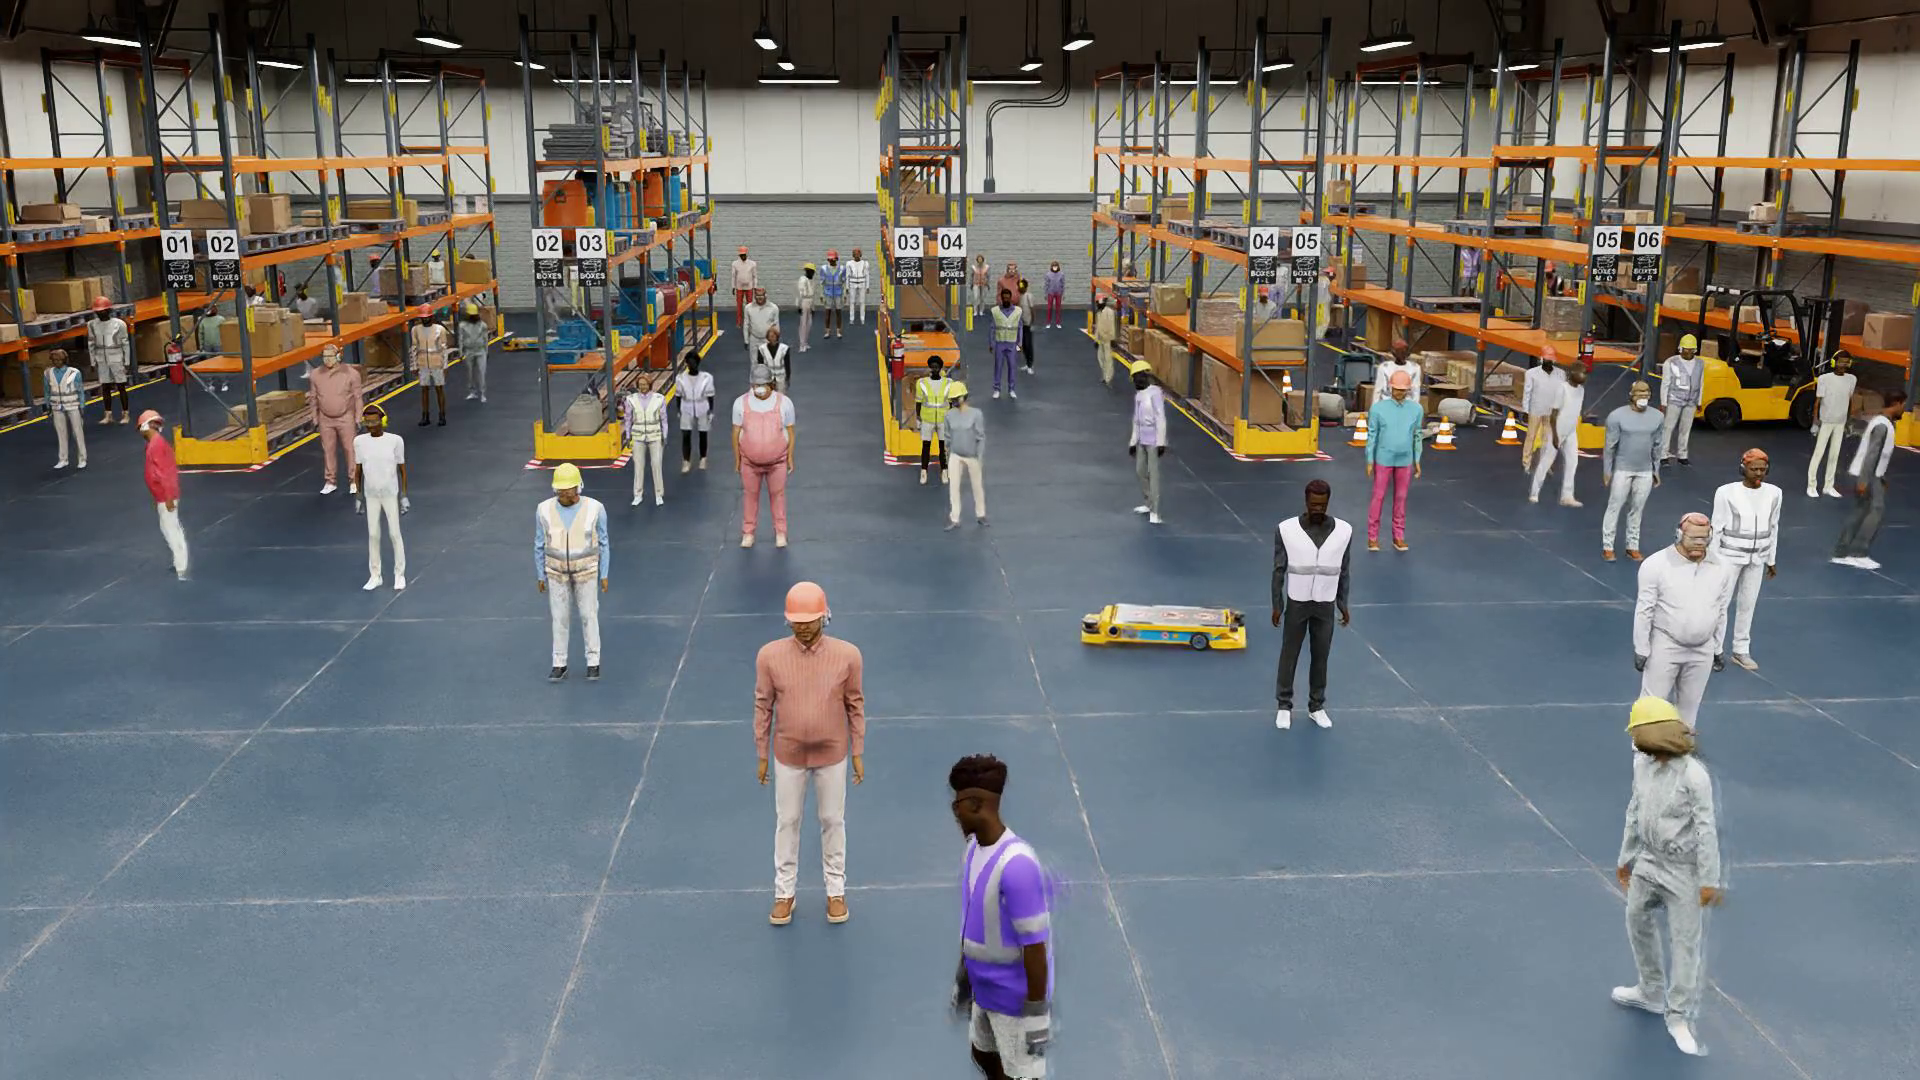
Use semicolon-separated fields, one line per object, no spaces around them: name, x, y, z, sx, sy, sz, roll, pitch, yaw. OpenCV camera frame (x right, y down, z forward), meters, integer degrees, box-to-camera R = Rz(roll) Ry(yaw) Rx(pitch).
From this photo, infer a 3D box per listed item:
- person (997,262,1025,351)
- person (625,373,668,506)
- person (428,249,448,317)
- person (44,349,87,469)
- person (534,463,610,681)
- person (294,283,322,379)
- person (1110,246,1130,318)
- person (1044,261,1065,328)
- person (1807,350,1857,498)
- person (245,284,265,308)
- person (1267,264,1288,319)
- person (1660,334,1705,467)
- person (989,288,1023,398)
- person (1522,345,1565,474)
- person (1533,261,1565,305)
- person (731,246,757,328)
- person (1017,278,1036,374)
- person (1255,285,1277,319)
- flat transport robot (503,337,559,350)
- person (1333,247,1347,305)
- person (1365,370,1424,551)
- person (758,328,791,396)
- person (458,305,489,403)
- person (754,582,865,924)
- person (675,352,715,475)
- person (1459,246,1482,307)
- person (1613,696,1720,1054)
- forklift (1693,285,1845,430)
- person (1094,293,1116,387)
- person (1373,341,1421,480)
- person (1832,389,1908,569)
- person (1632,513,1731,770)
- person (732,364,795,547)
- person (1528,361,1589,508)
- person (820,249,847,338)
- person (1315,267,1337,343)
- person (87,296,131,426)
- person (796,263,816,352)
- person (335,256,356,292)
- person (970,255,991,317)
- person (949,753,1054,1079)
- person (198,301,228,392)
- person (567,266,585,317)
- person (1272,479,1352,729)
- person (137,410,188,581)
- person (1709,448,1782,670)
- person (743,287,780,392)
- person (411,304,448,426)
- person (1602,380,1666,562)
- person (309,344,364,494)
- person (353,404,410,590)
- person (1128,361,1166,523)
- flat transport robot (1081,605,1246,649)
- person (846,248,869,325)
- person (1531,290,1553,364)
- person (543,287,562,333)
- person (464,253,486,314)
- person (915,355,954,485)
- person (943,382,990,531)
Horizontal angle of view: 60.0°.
person;1.114;-5.013;35.794;0.651;1.906;0.402;-1;13;-3
person;-3.829;-1.231;20.346;0.523;1.636;0.311;-1;13;-3
person;-13.469;-6.625;42.921;0.533;1.767;0.327;-1;13;-3
person;-12.200;-1.785;22.695;0.523;1.636;0.311;-1;13;-3
person;-3.168;0.265;13.596;0.600;1.827;0.403;-1;13;-3
person;-12.338;-4.003;31.752;0.537;1.819;0.710;4;14;16
person;4.082;-6.524;42.230;0.619;1.887;0.508;10;17;38
person;2.301;-5.953;40.358;0.507;1.632;0.268;-1;13;-3
person;10.919;-1.453;20.803;0.533;1.864;0.311;-1;13;-3
person;-14.224;-4.335;33.493;0.523;1.638;0.311;-1;13;-3
person;7.799;-6.144;40.885;0.533;1.767;0.327;-1;13;-3
person;9.896;-1.904;22.782;0.600;1.830;0.403;-1;13;-3
person;0.805;-3.444;29.121;0.597;1.916;0.372;-1;13;-3
person;7.816;-1.742;22.267;0.573;1.747;0.345;-1;13;-3
person;12.464;-4.917;35.265;0.616;1.991;0.760;4;14;17
person;-5.224;-6.123;40.306;0.622;1.992;0.397;-1;13;-3
person;1.315;-4.164;32.385;0.343;1.831;0.651;-5;14;-21
person;5.796;-4.017;31.902;0.573;1.749;0.343;-1;13;-3
flat transport robot;-9.214;-4.286;36.218;1.431;0.197;0.652;-3;14;-14
person;10.066;-6.826;43.772;0.533;1.767;0.327;-1;13;-3
person;4.701;-0.858;18.007;0.622;1.989;0.399;-1;13;-3
person;-2.866;-2.475;25.703;0.521;1.582;0.797;-1;13;-4
person;-8.409;-3.239;28.768;0.502;1.686;0.763;-4;14;-16
person;-0.839;1.192;9.314;0.622;1.992;0.397;-1;13;-3
person;-3.546;-1.706;22.322;0.541;1.640;0.807;-1;13;-4
person;13.442;-6.979;43.829;0.614;2.041;0.393;-1;13;-3
person;3.465;1.627;8.125;0.346;1.697;0.624;-5;14;-20
forklift;12.503;-2.886;26.166;2.313;2.155;1.214;-1;13;-3
person;2.680;-3.670;30.557;0.331;1.700;0.637;-5;14;-21
person;5.789;-1.721;22.011;0.582;1.828;0.912;-1;13;-4
person;9.503;-0.648;17.375;0.557;1.867;0.627;7;15;26
person;4.955;0.742;11.418;0.651;1.904;0.402;-1;13;-3
person;-2.142;-0.919;18.160;0.688;2.000;0.535;-1;13;-3
person;7.328;-1.308;20.350;0.527;1.811;0.688;-7;15;-27
person;-2.905;-5.643;38.169;0.614;2.041;0.393;-1;13;-3
person;8.204;-5.257;37.271;0.478;1.691;0.631;6;15;24
person;-13.384;-2.808;26.162;0.614;2.038;0.395;-1;13;-3
person;-3.337;-5.016;35.891;0.377;1.875;0.684;3;14;14
person;-15.233;-6.163;41.101;0.584;1.712;0.623;-7;15;-27
person;0.530;-6.589;43.133;0.521;1.582;0.797;-1;13;-4
person;0.190;1.834;6.770;0.371;1.925;0.712;-5;14;-20
person;-13.412;-3.480;29.885;0.507;1.631;0.275;-1;13;-3
person;-9.896;-6.720;43.153;0.570;1.843;0.373;-1;13;-3
person;2.636;0.472;12.533;0.597;1.915;0.369;-1;13;-3
person;-8.094;-0.448;16.895;0.356;1.706;0.702;-6;15;-23
person;6.546;0.163;13.912;0.584;1.882;0.337;-1;13;-3
person;-3.529;-3.547;29.588;0.651;1.904;0.402;-1;13;-3
person;-8.328;-2.747;26.132;0.551;1.932;0.376;-1;13;-3
person;7.090;-0.725;17.556;0.635;1.937;0.355;-1;13;-3
person;-7.867;-1.519;20.990;0.651;1.906;0.402;-1;13;-3
person;-5.716;-0.424;16.441;0.533;1.864;0.311;-1;13;-3
person;2.223;-1.153;19.530;0.368;1.874;0.676;-5;14;-21
flat transport robot;1.825;0.760;14.839;1.431;0.197;0.652;2;13;9
person;-2.535;-6.268;41.155;0.584;1.882;0.337;-1;13;-3
person;11.331;-4.046;32.279;0.507;1.632;0.268;-1;13;-3
person;-9.700;-5.746;39.334;0.473;1.701;0.584;-9;16;-33
person;-11.671;-5.932;39.823;0.633;1.841;0.429;-1;13;-3
person;-0.318;-1.556;21.597;0.540;1.695;0.317;-1;13;-3
person;0.081;-0.977;19.095;0.543;1.728;0.631;5;14;21
